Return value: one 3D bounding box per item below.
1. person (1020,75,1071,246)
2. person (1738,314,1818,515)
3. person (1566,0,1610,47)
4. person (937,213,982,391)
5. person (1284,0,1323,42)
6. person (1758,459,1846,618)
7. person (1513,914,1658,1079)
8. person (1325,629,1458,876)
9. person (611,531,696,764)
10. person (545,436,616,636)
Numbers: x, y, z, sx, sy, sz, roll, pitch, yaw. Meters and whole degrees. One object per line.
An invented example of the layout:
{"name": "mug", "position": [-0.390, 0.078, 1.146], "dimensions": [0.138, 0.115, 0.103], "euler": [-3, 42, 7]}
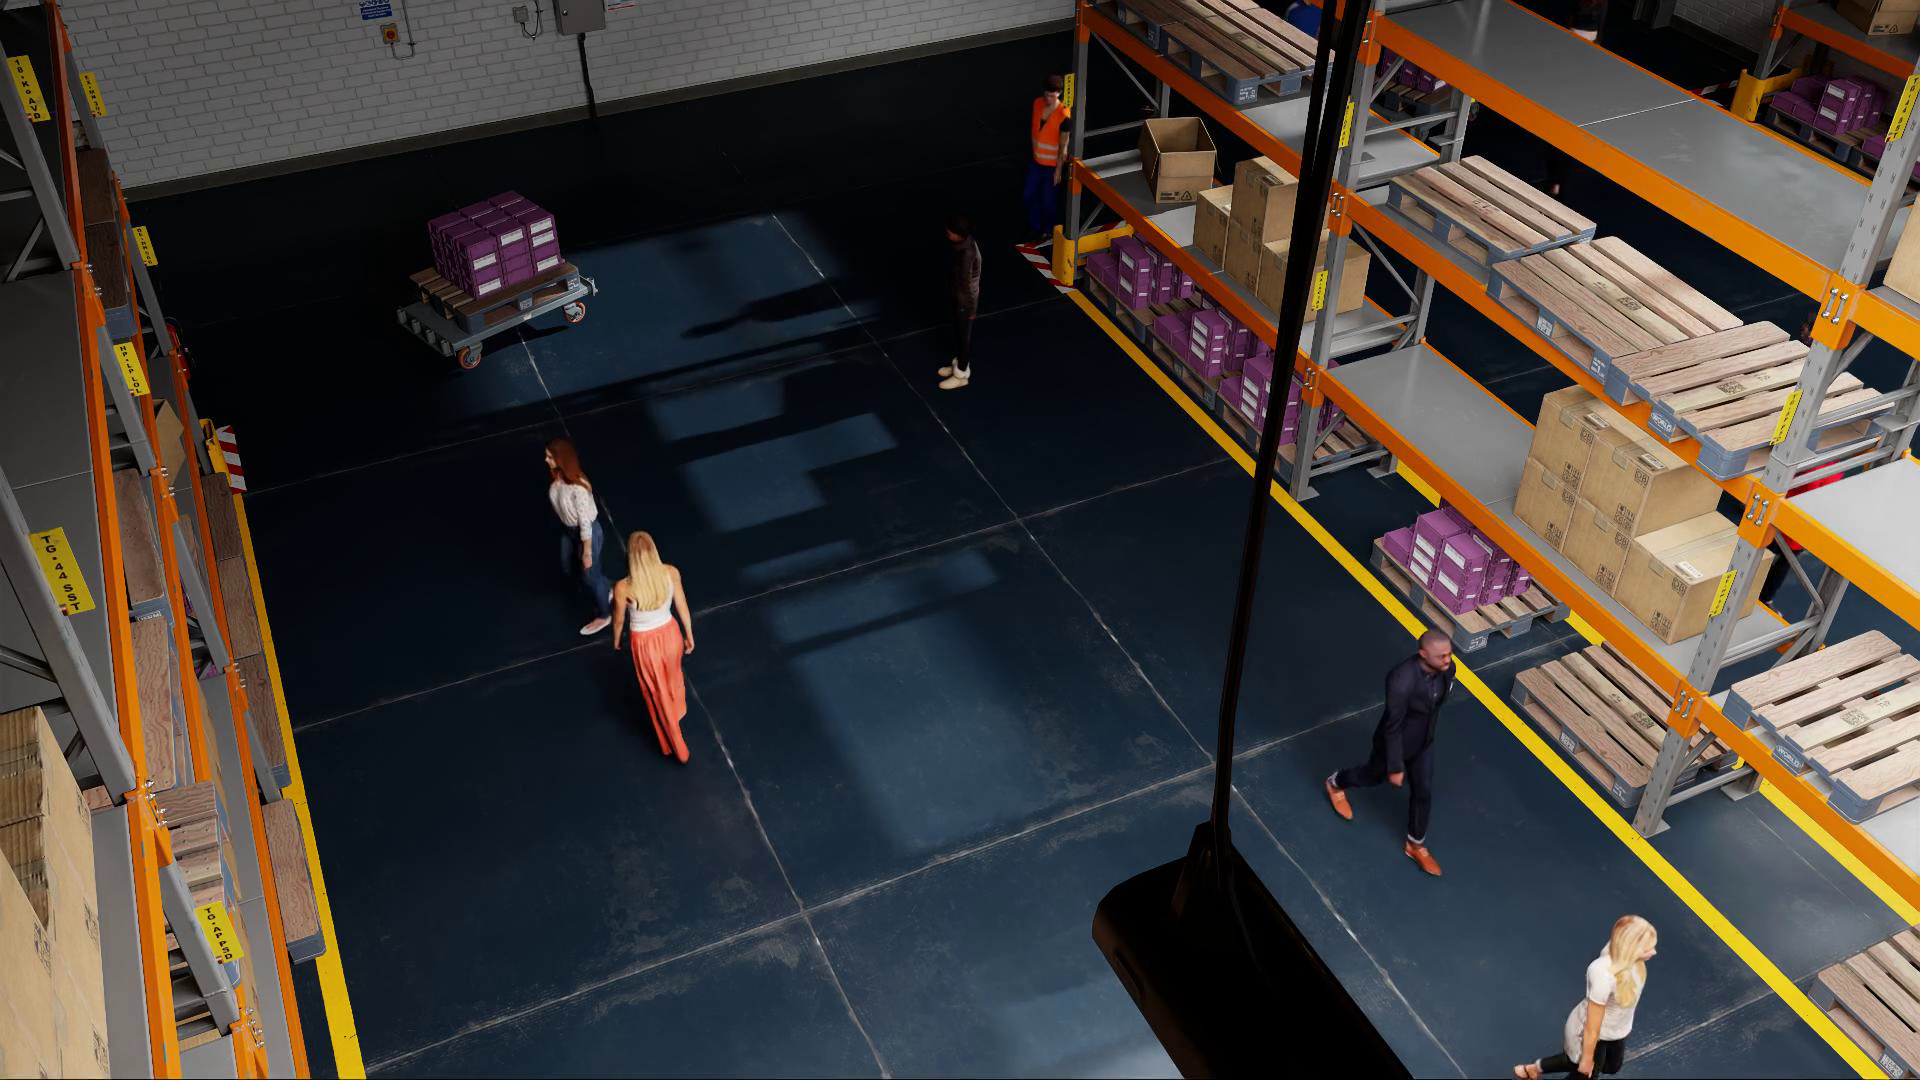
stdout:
{"name": "person", "position": [0.944, -3.791, 16.546], "dimensions": [0.891, 1.851, 0.752], "euler": [-27, 46, -30]}
{"name": "person", "position": [6.530, -0.902, 12.944], "dimensions": [0.761, 1.833, 0.780], "euler": [-31, 48, -33]}
{"name": "person", "position": [7.012, -5.585, 18.857], "dimensions": [1.068, 1.770, 0.920], "euler": [28, 46, 31]}
{"name": "person", "position": [0.041, -2.111, 14.597], "dimensions": [0.706, 1.659, 0.645], "euler": [10, 40, 12]}
{"name": "person", "position": [3.774, -5.495, 18.691], "dimensions": [0.679, 1.837, 1.163], "euler": [-19, 42, -22]}
{"name": "person", "position": [6.061, -0.210, 12.157], "dimensions": [0.966, 1.734, 0.879], "euler": [24, 44, 27]}
{"name": "person", "position": [3.229, 2.509, 8.687], "dimensions": [0.875, 1.814, 0.797], "euler": [25, 45, 28]}
{"name": "person", "position": [2.688, 1.208, 10.341], "dimensions": [0.713, 1.784, 1.171], "euler": [-18, 42, -21]}
{"name": "person", "position": [-1.954, 0.770, 10.894], "dimensions": [0.704, 1.778, 0.979], "euler": [-22, 44, -25]}
{"name": "person", "position": [-2.651, -0.069, 11.996], "dimensions": [0.766, 1.715, 0.690], "euler": [-31, 48, -33]}
